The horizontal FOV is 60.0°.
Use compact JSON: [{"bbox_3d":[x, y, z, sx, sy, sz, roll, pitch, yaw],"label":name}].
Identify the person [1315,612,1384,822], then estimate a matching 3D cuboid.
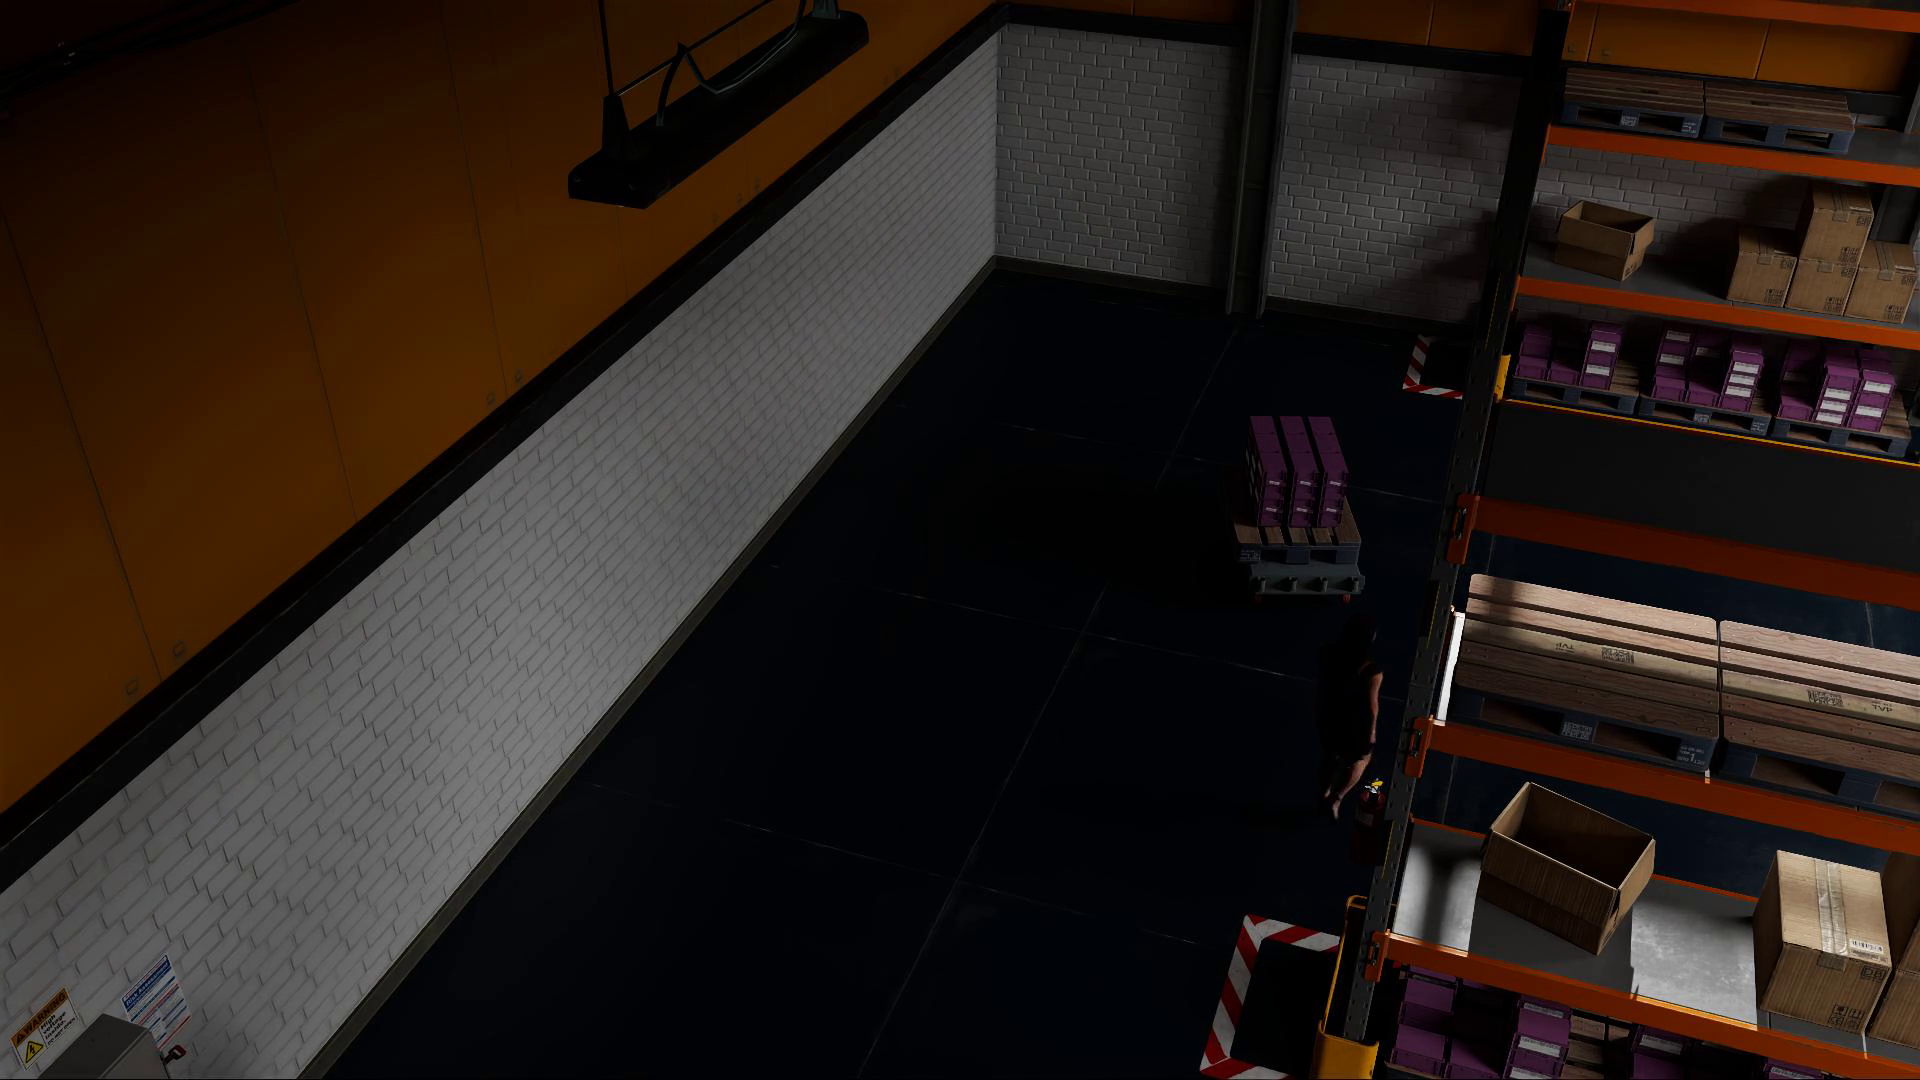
[{"bbox_3d":[2.537,1.254,11.153,0.844,1.705,0.744,-27,42,-35],"label":"person"}]
